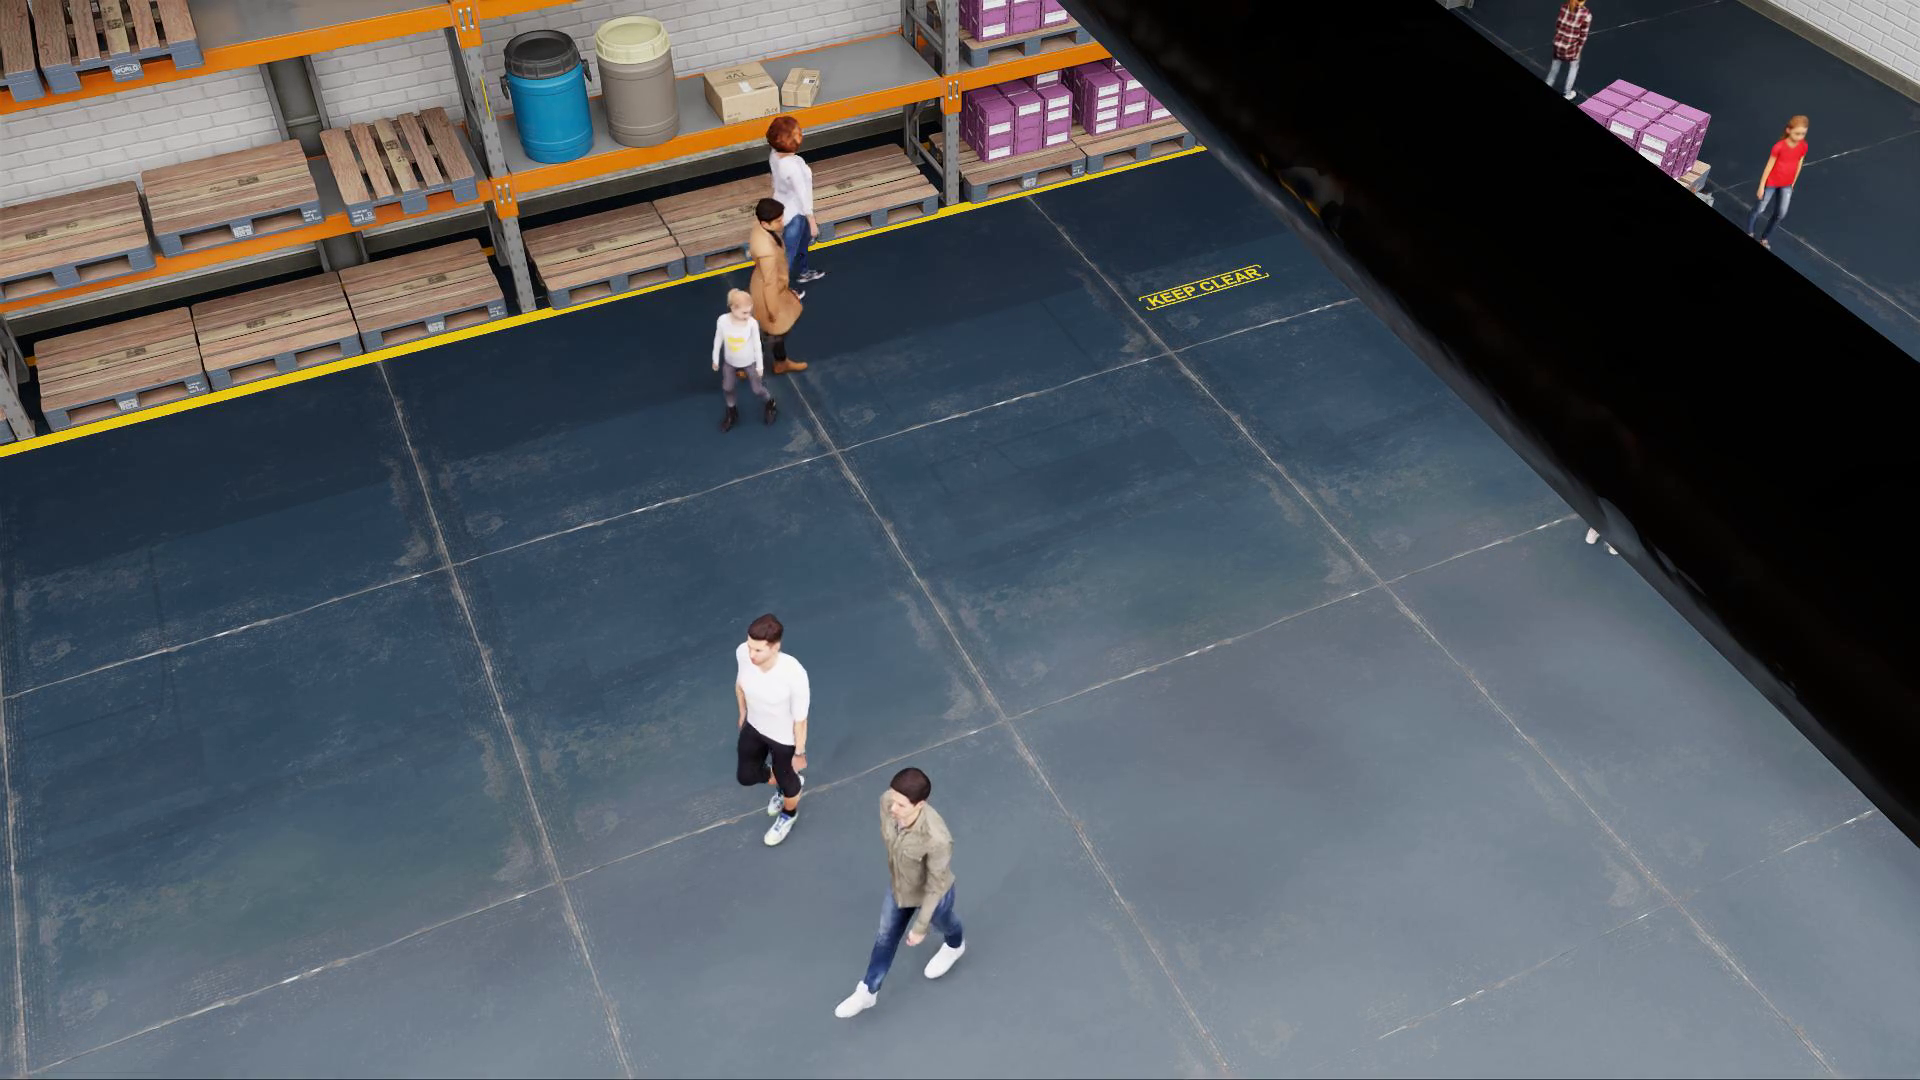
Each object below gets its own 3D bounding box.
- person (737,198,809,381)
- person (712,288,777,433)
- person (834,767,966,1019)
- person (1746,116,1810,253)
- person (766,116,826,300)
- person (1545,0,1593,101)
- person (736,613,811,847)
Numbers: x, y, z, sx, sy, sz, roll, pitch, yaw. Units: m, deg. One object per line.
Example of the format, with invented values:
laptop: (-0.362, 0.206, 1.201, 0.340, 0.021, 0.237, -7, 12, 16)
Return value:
person: (-1.571, -1.931, 12.996, 0.964, 1.704, 0.789, -12, 45, -12)
person: (-1.652, -1.389, 12.750, 0.681, 1.260, 0.756, 15, 46, 15)
person: (-0.137, 1.814, 8.978, 0.980, 1.824, 1.227, 33, 53, 30)
person: (7.132, -3.159, 14.581, 0.603, 1.296, 0.662, 1, 44, 1)
person: (-1.498, -2.722, 13.835, 0.737, 1.693, 0.656, -18, 46, -18)
person: (5.941, -4.847, 16.356, 0.654, 1.292, 0.746, 32, 52, 29)
person: (-1.042, 1.052, 9.765, 0.836, 1.843, 0.869, 25, 49, 24)
